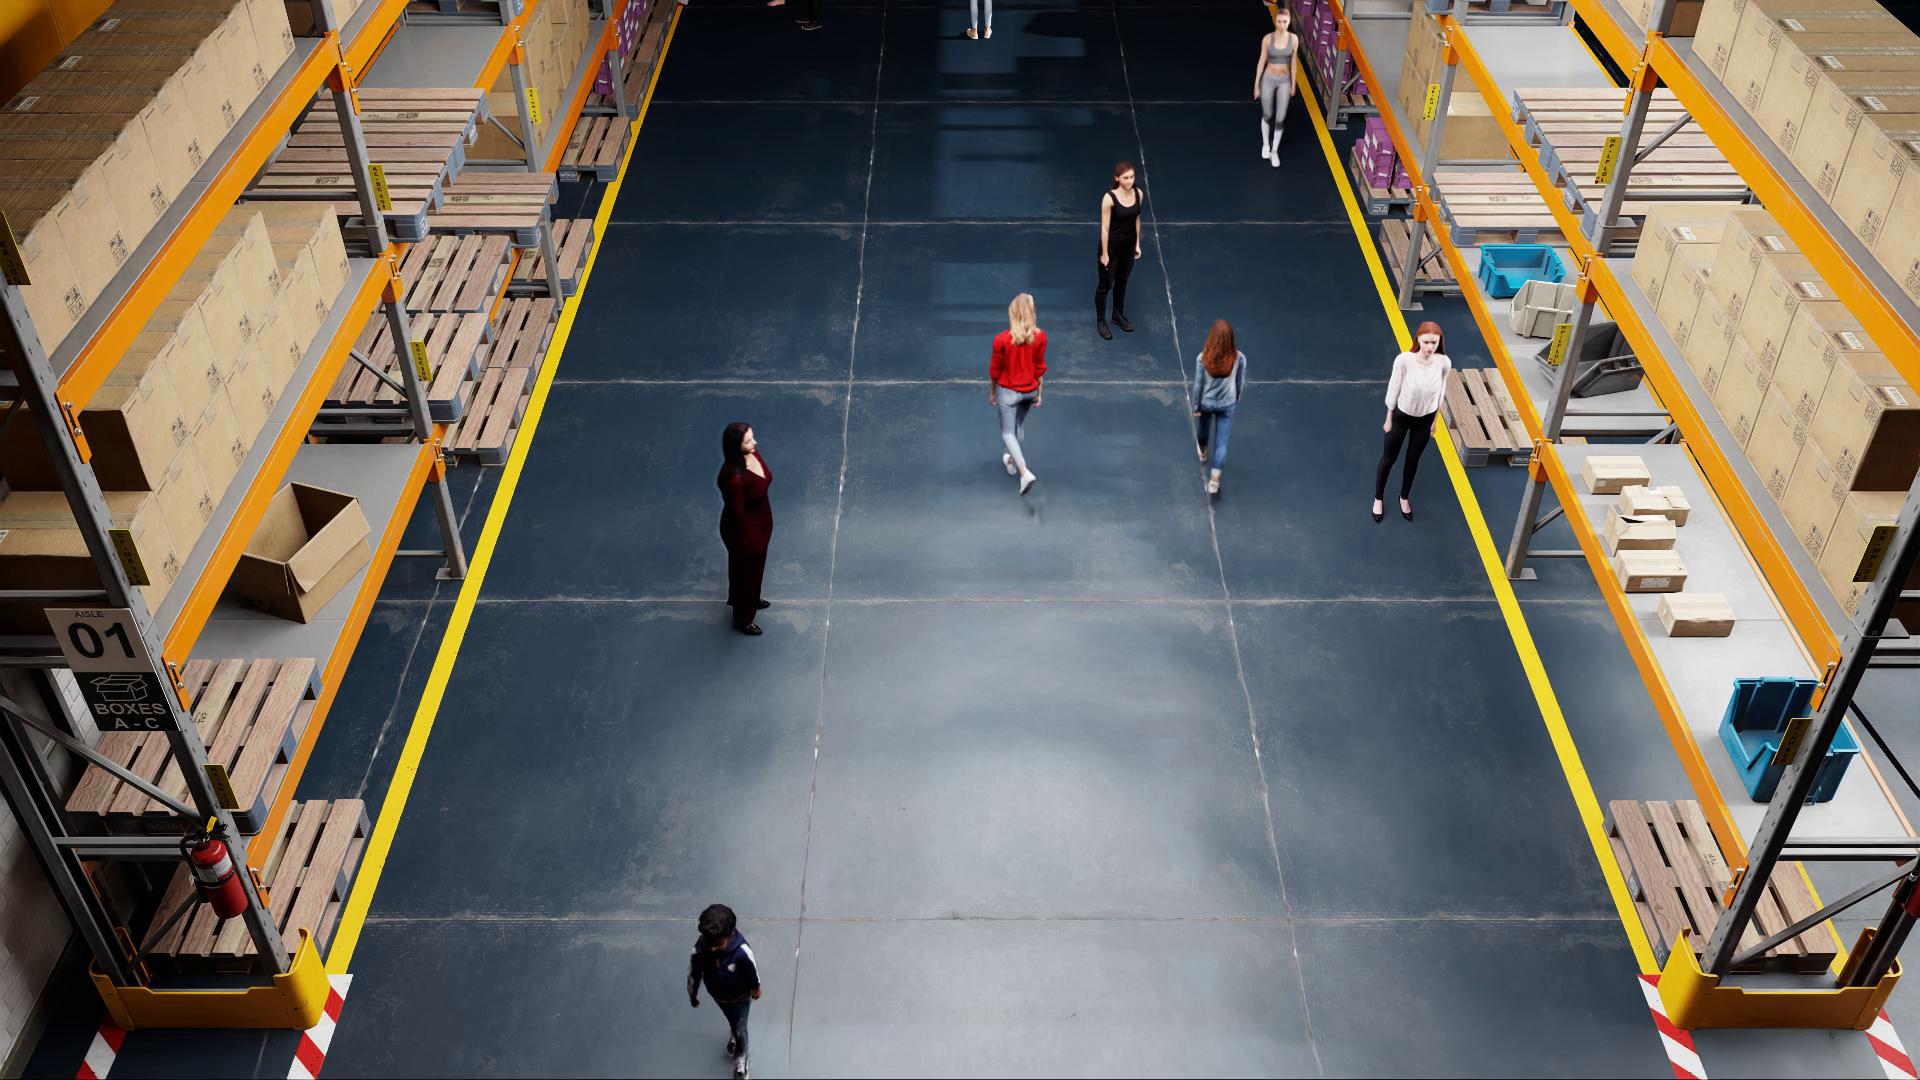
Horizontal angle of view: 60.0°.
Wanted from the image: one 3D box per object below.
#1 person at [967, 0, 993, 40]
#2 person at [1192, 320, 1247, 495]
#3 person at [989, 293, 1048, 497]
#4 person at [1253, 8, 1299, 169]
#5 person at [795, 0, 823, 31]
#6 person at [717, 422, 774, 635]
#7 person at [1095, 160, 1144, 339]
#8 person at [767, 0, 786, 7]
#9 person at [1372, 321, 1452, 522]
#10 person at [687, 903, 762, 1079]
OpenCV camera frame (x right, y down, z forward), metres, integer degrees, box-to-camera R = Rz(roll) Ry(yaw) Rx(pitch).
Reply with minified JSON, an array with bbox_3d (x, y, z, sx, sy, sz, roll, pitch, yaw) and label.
[{"bbox_3d":[0.246,-7.113,20.587,0.631,1.796,0.583,-8,39,-9],"label":"person"},{"bbox_3d":[2.057,-1.051,13.271,0.636,1.454,1.013,4,39,6],"label":"person"},{"bbox_3d":[0.485,-1.117,13.176,0.799,1.675,1.055,-12,40,-14],"label":"person"},{"bbox_3d":[3.400,-4.931,17.942,0.647,1.687,0.775,4,39,5],"label":"person"},{"bbox_3d":[-1.907,-7.315,20.863,0.766,1.768,0.592,12,40,15],"label":"person"},{"bbox_3d":[-1.529,-0.109,11.849,0.748,1.756,0.585,4,39,5],"label":"person"},{"bbox_3d":[1.438,-2.659,15.096,0.682,1.688,0.705,-19,42,-22],"label":"person"},{"bbox_3d":[-2.431,-7.820,21.544,0.686,1.706,0.518,-6,39,-7],"label":"person"},{"bbox_3d":[3.486,-0.918,12.860,0.587,1.760,0.495,-1,39,-1],"label":"person"},{"bbox_3d":[-1.258,2.398,9.147,0.591,1.210,0.660,6,39,8],"label":"person"}]
